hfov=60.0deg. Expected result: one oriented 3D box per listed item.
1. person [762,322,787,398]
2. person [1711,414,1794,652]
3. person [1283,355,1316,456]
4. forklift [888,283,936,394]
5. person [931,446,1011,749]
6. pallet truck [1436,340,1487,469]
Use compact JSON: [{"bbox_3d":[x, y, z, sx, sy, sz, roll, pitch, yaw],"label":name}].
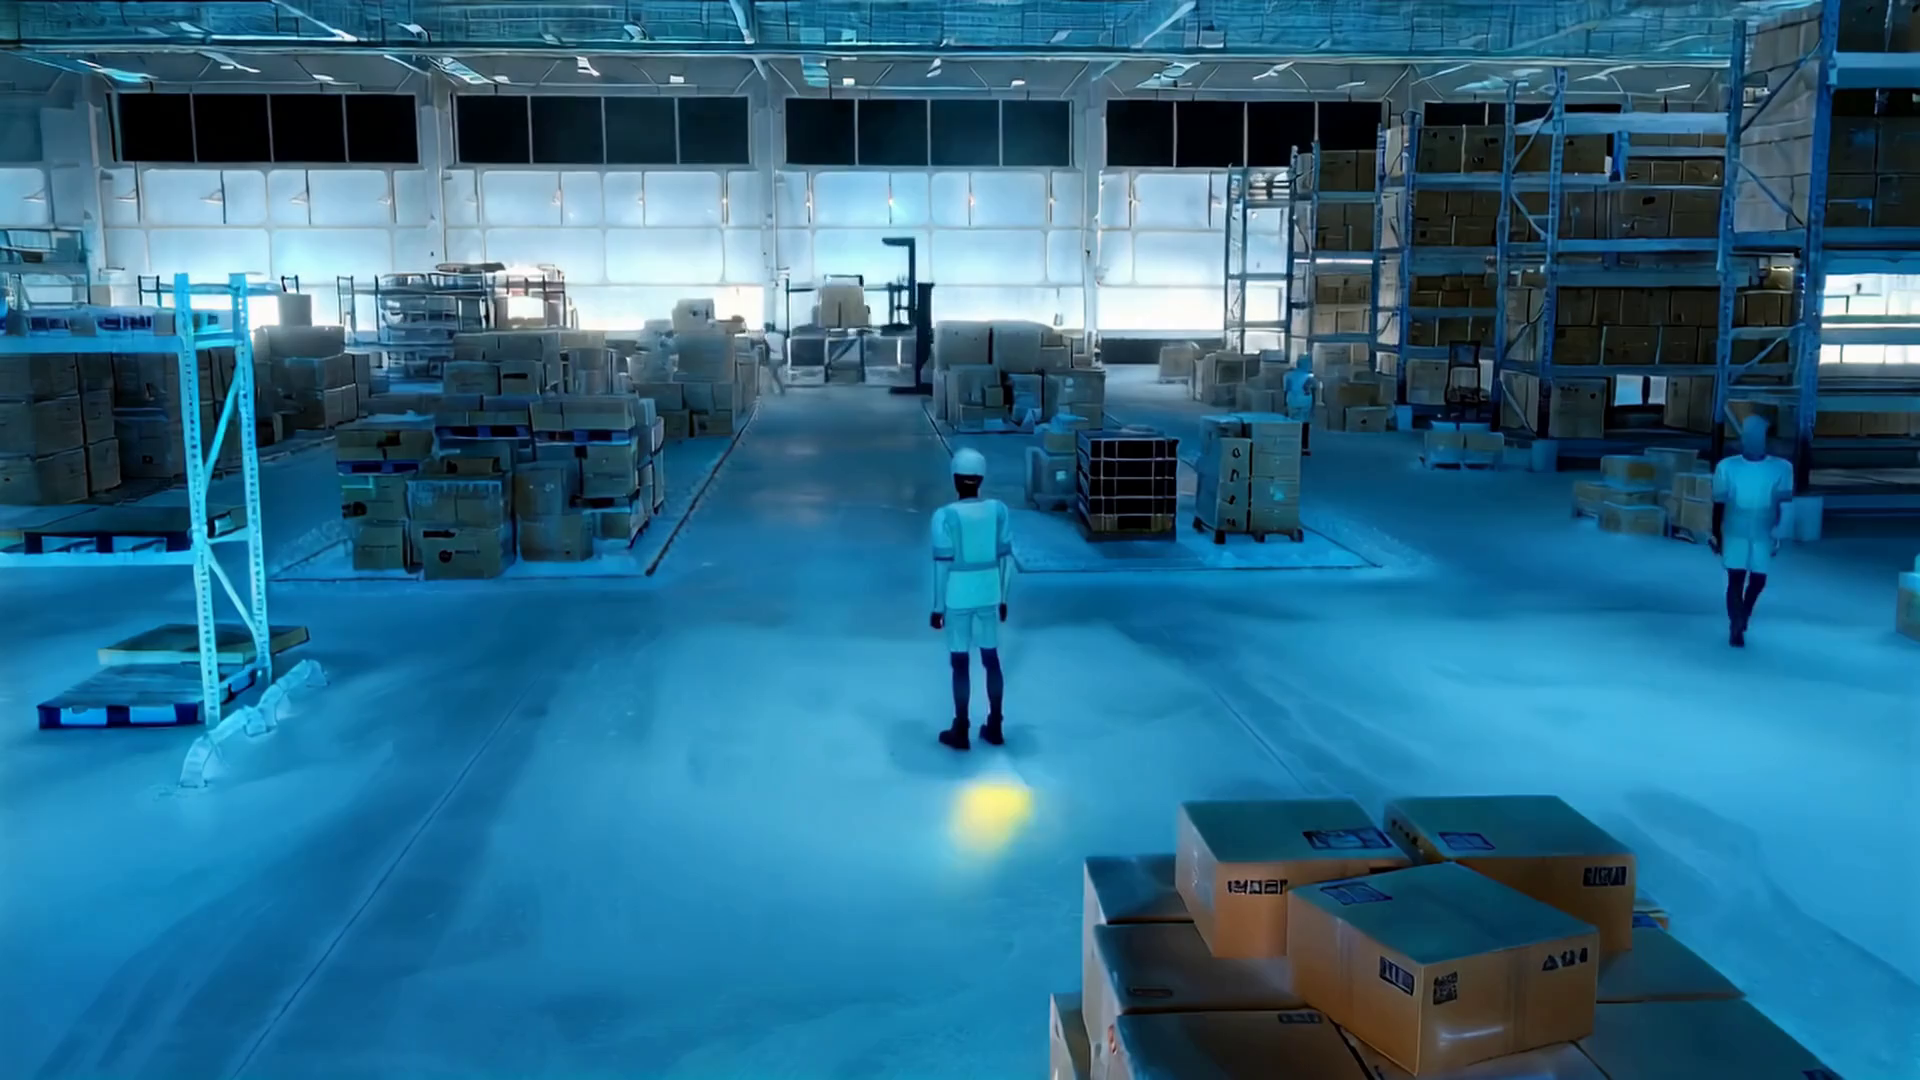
[{"bbox_3d":[-4.668,-4.439,41.088,0.891,1.859,0.680,8,12,41],"label":"person"},{"bbox_3d":[6.469,-0.096,13.654,0.585,1.923,0.914,3,10,18],"label":"person"},{"bbox_3d":[5.682,-2.245,27.846,0.533,1.692,0.322,4,10,21],"label":"person"},{"bbox_3d":[-0.890,-5.103,42.070,1.873,2.768,1.129,-1,9,-4],"label":"forklift"},{"bbox_3d":[0.061,0.370,10.656,0.542,1.939,0.368,-4,10,-25],"label":"person"},{"bbox_3d":[8.004,-2.170,26.422,0.823,1.965,1.885,2,9,14],"label":"pallet truck"}]
